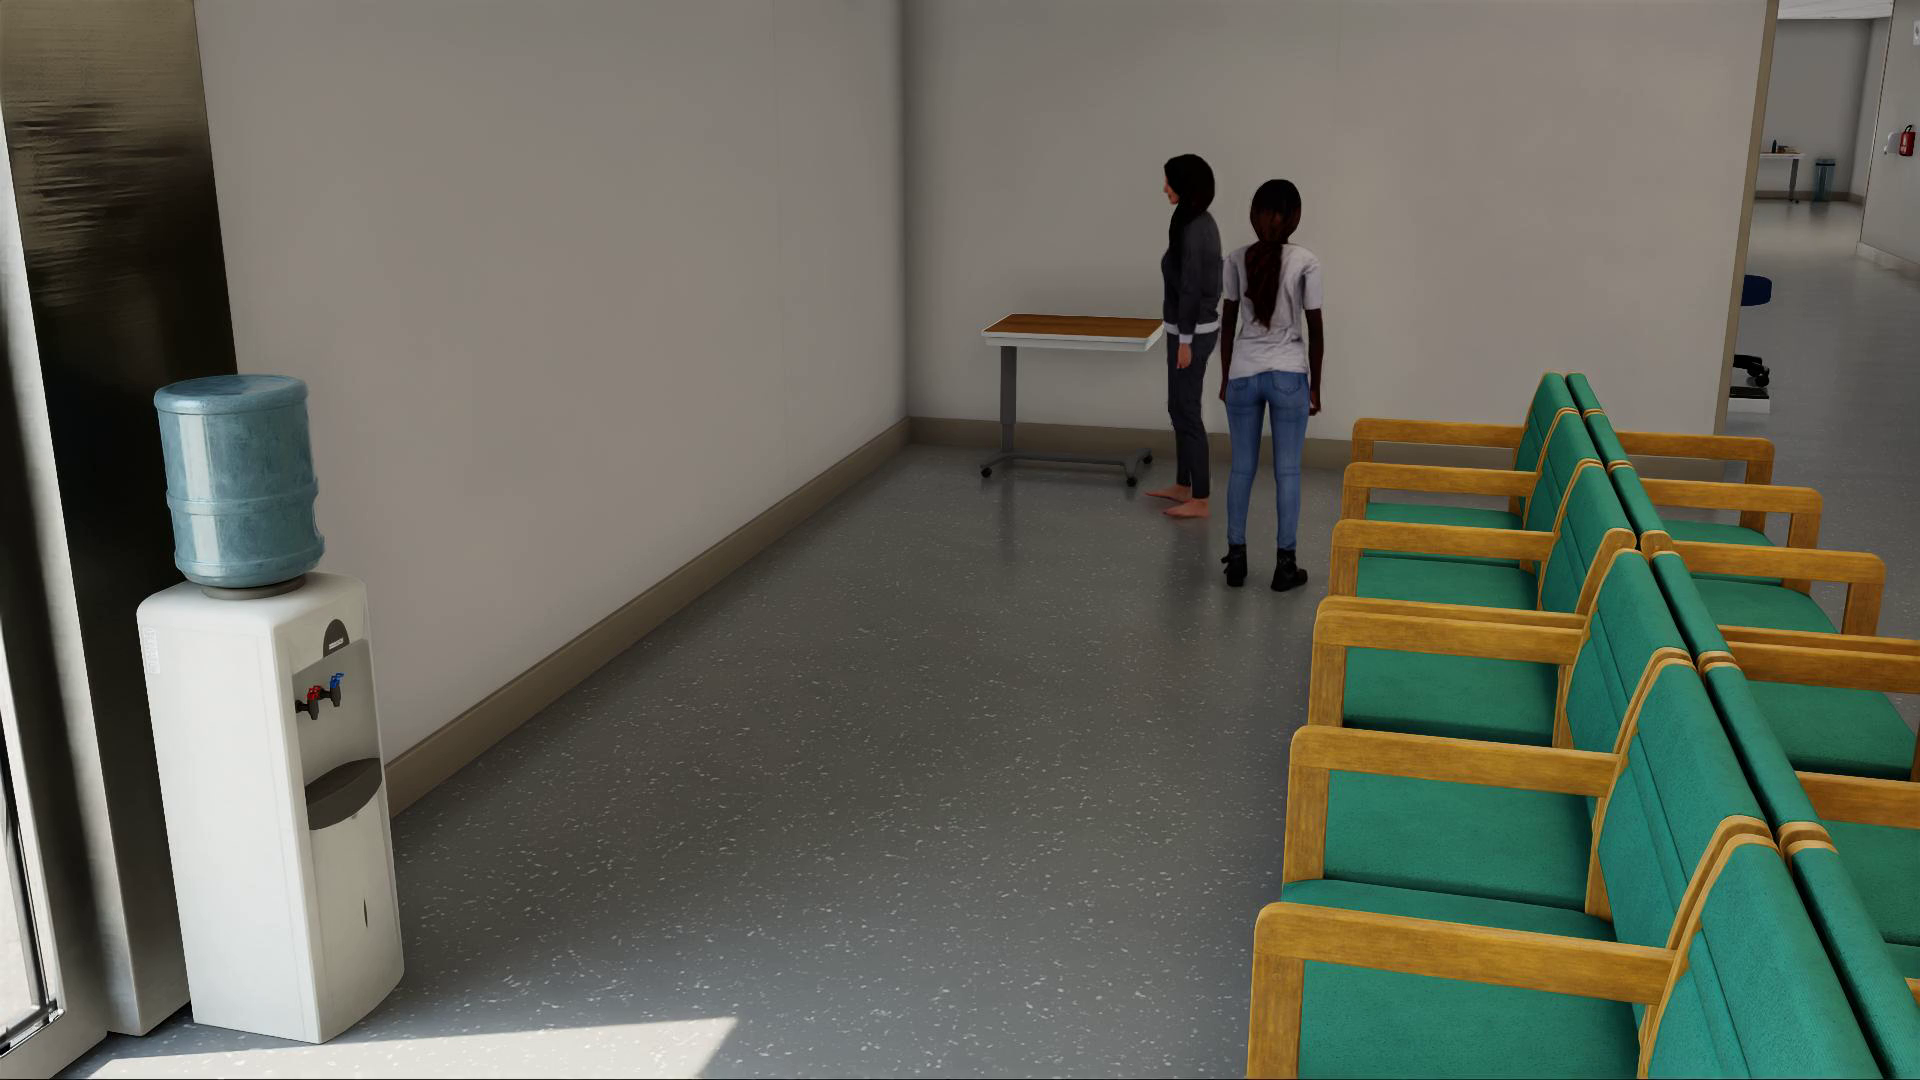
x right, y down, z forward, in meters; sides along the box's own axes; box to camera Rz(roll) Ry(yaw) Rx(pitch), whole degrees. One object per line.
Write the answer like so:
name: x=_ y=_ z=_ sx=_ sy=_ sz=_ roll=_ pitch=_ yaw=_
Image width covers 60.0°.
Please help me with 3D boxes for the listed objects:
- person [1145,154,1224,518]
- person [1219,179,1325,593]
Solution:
person: x=1.163 y=-1.011 z=8.221 sx=0.573 sy=1.765 sz=0.617 roll=3 pitch=16 yaw=12
person: x=1.302 y=-0.651 z=7.032 sx=0.492 sy=1.719 sz=0.675 roll=7 pitch=17 yaw=23
